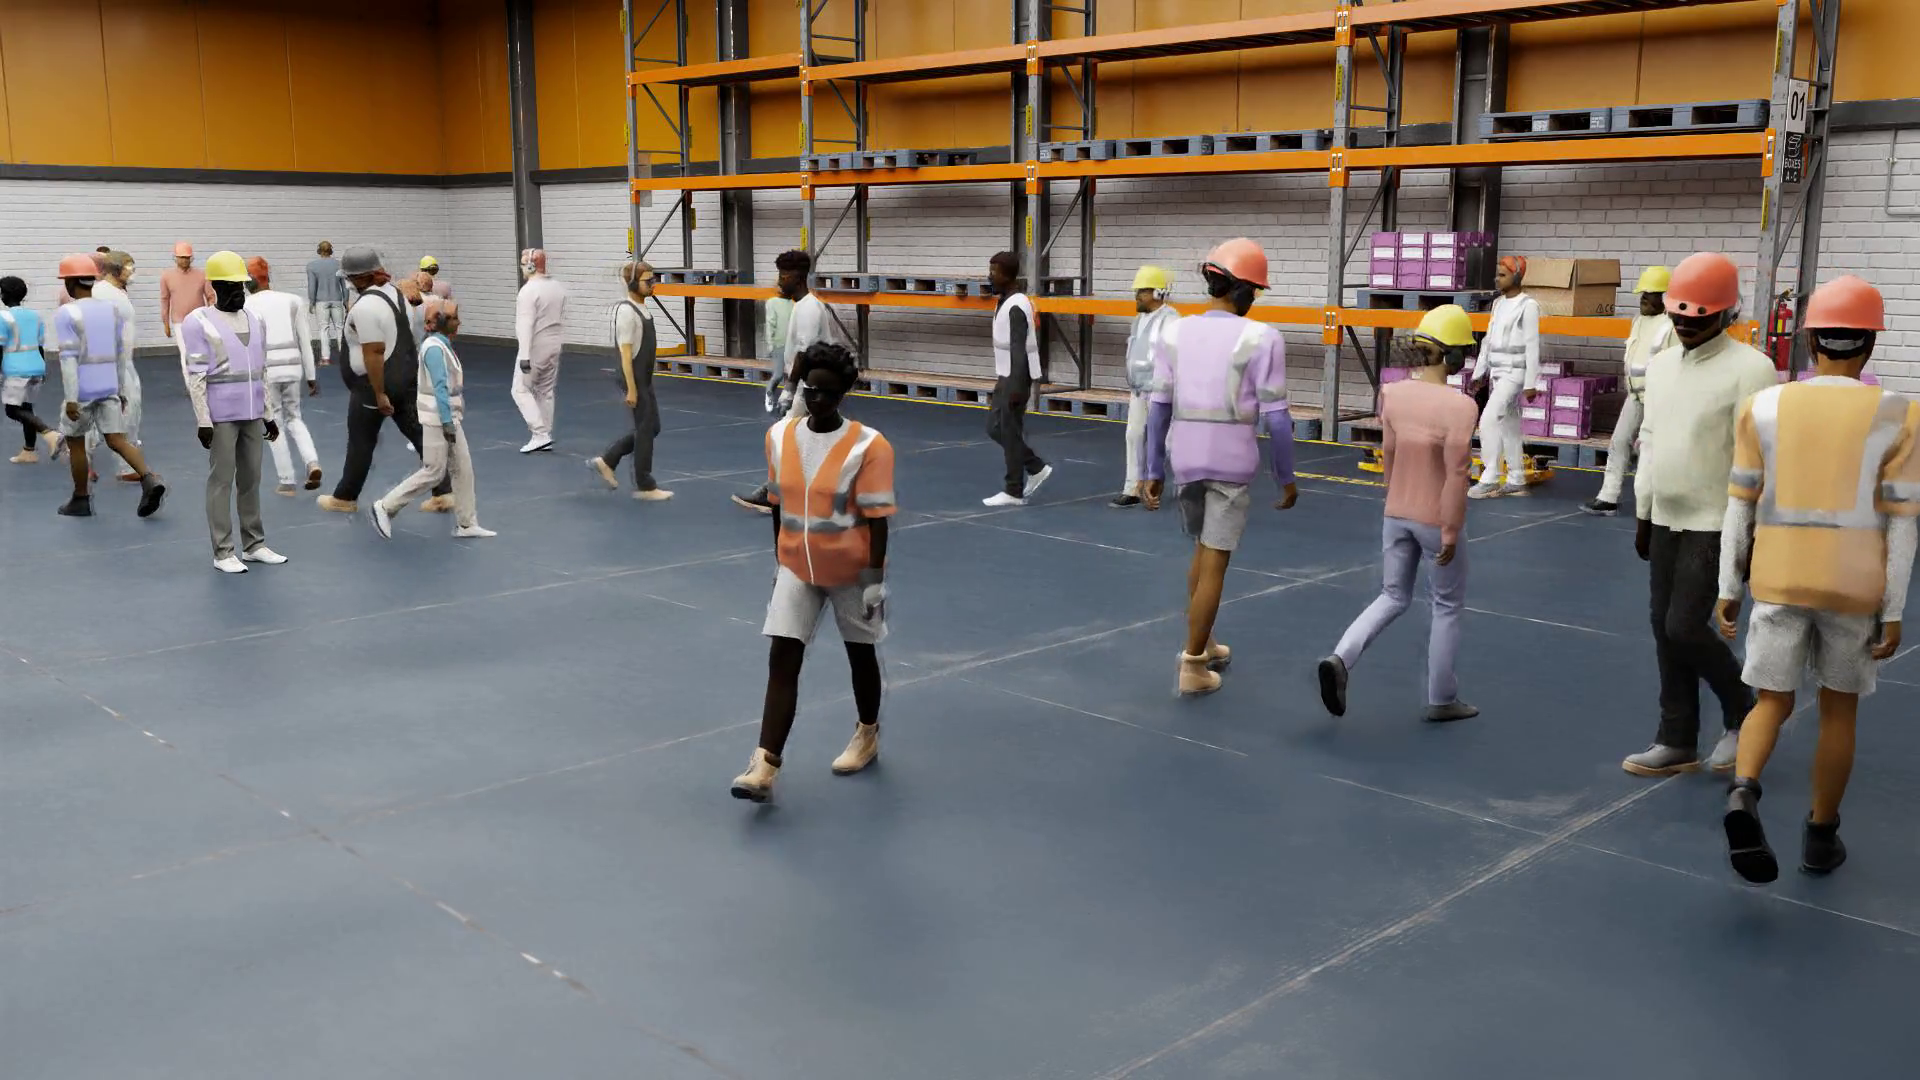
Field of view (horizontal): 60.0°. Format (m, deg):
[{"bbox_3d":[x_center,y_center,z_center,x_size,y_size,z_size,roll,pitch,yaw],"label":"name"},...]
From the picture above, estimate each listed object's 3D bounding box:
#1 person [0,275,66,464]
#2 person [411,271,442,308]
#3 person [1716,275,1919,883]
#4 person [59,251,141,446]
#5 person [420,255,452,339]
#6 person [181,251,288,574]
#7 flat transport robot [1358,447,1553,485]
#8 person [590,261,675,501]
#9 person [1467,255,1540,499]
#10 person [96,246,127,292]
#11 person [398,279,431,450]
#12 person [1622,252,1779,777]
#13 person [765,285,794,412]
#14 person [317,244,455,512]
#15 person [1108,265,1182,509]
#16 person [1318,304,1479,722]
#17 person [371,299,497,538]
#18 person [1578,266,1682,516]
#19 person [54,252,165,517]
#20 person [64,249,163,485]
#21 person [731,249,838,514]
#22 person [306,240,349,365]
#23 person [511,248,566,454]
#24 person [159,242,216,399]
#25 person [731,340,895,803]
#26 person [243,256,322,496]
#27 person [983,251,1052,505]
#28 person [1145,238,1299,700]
[{"bbox_3d":[-8.150,-1.475,14.569,0.603,1.675,0.540,2,11,9],"label":"person"},{"bbox_3d":[-5.754,-2.073,17.945,0.308,1.641,0.511,5,11,25],"label":"person"},{"bbox_3d":[2.601,0.149,5.109,0.546,1.912,0.726,8,13,39],"label":"person"},{"bbox_3d":[-8.061,-1.755,15.576,0.647,1.876,0.849,-1,10,-7],"label":"person"},{"bbox_3d":[-6.638,-2.691,20.967,0.308,1.769,0.525,9,14,41],"label":"person"},{"bbox_3d":[-4.382,-0.773,10.070,0.368,1.927,0.587,4,11,22],"label":"person"},{"bbox_3d":[4.131,-0.648,13.906,1.431,0.197,0.652,10,14,42],"label":"flat transport robot"},{"bbox_3d":[-2.509,-1.199,12.650,0.568,1.832,0.525,0,10,1],"label":"person"},{"bbox_3d":[4.106,-1.243,12.795,0.698,1.864,0.586,0,10,-2],"label":"person"},{"bbox_3d":[-13.778,-3.817,26.903,0.623,1.844,0.429,-1,10,-4],"label":"person"},{"bbox_3d":[-5.081,-1.618,15.514,0.508,1.618,0.614,-5,12,-25],"label":"person"},{"bbox_3d":[2.711,-0.071,6.145,0.475,1.961,0.643,-3,11,-15],"label":"person"},{"bbox_3d":[-1.948,-2.165,18.515,0.506,1.611,0.631,-6,12,-28],"label":"person"},{"bbox_3d":[-4.182,-1.194,12.057,1.066,2.000,0.687,3,11,15],"label":"person"},{"bbox_3d":[1.499,-1.129,12.338,0.749,1.808,0.587,-5,12,-26],"label":"person"},{"bbox_3d":[1.837,-0.085,6.795,0.690,1.747,0.520,-6,12,-31],"label":"person"},{"bbox_3d":[-3.503,-0.783,10.977,0.697,1.610,0.507,-1,10,-5],"label":"person"},{"bbox_3d":[4.809,-1.022,11.778,0.791,1.796,0.615,-2,11,-13],"label":"person"},{"bbox_3d":[-6.135,-1.089,11.863,0.881,1.909,0.555,4,11,22],"label":"person"},{"bbox_3d":[-6.856,-1.379,13.404,0.580,1.916,0.653,-3,11,-15],"label":"person"},{"bbox_3d":[-1.187,-1.100,11.873,0.988,1.910,0.612,-2,11,-13],"label":"person"},{"bbox_3d":[-9.900,-3.717,26.089,0.635,1.937,0.352,-8,13,-36],"label":"person"},{"bbox_3d":[-3.937,-1.748,15.459,0.464,1.901,0.671,4,11,19],"label":"person"},{"bbox_3d":[-9.679,-2.760,20.898,0.614,1.944,1.070,-7,12,-32],"label":"person"},{"bbox_3d":[-0.494,0.117,5.943,0.548,1.645,0.889,5,11,23],"label":"person"},{"bbox_3d":[-5.259,-1.246,12.822,0.453,1.863,0.628,10,14,42],"label":"person"},{"bbox_3d":[0.411,-1.193,12.427,0.469,1.901,0.613,-1,10,-7],"label":"person"},{"bbox_3d":[1.181,-0.323,7.408,0.616,1.996,0.820,9,14,40],"label":"person"}]
